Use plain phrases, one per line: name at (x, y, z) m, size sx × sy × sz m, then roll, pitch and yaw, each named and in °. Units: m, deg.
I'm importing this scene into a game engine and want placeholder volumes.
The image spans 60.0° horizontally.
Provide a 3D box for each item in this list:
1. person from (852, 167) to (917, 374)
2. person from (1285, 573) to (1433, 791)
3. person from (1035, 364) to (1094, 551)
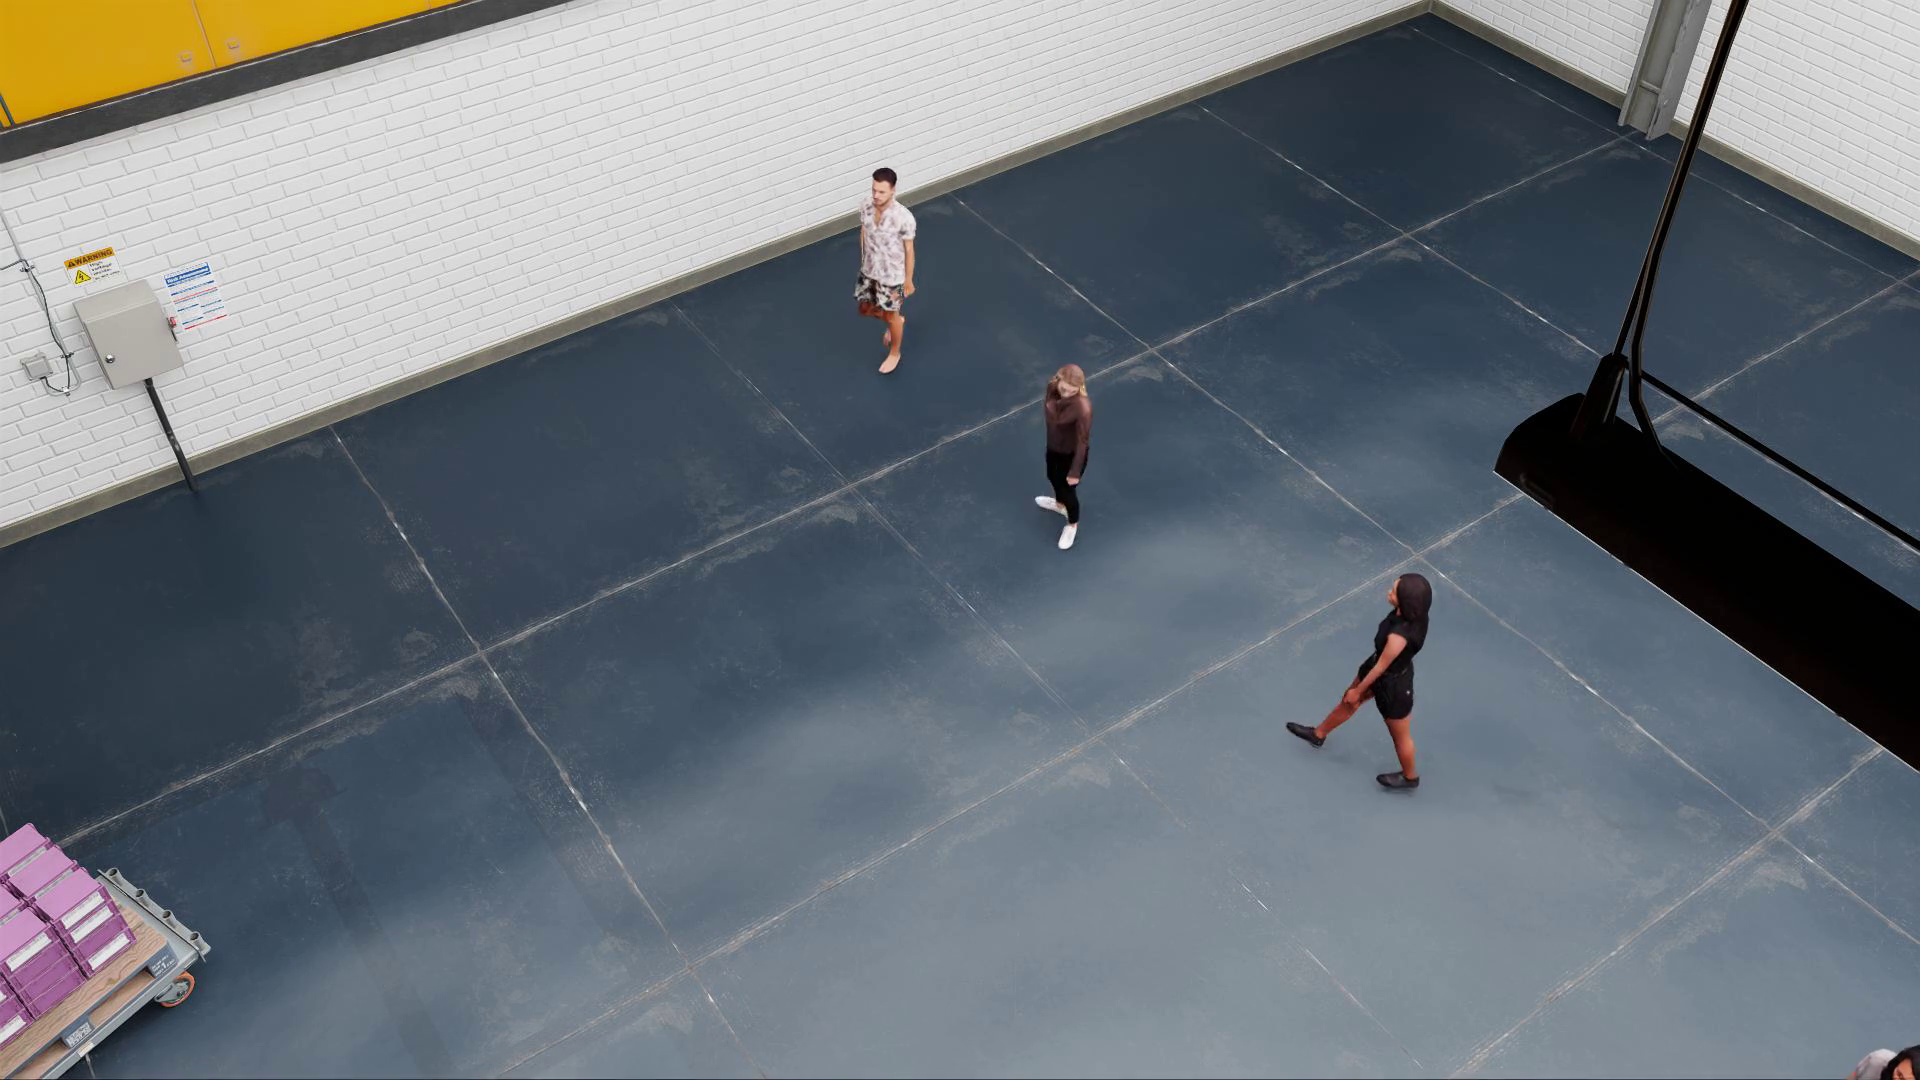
person at (-0.540, -2.188, 13.169) m, size 0.794 × 1.800 × 0.866 m, roll 26°, pitch 49°, yaw 25°
person at (2.675, 0.900, 10.004) m, size 1.185 × 1.696 × 1.032 m, roll 12°, pitch 45°, yaw 12°
person at (0.754, -0.655, 11.653) m, size 0.864 × 1.673 × 0.551 m, roll -14°, pitch 45°, yaw -14°
